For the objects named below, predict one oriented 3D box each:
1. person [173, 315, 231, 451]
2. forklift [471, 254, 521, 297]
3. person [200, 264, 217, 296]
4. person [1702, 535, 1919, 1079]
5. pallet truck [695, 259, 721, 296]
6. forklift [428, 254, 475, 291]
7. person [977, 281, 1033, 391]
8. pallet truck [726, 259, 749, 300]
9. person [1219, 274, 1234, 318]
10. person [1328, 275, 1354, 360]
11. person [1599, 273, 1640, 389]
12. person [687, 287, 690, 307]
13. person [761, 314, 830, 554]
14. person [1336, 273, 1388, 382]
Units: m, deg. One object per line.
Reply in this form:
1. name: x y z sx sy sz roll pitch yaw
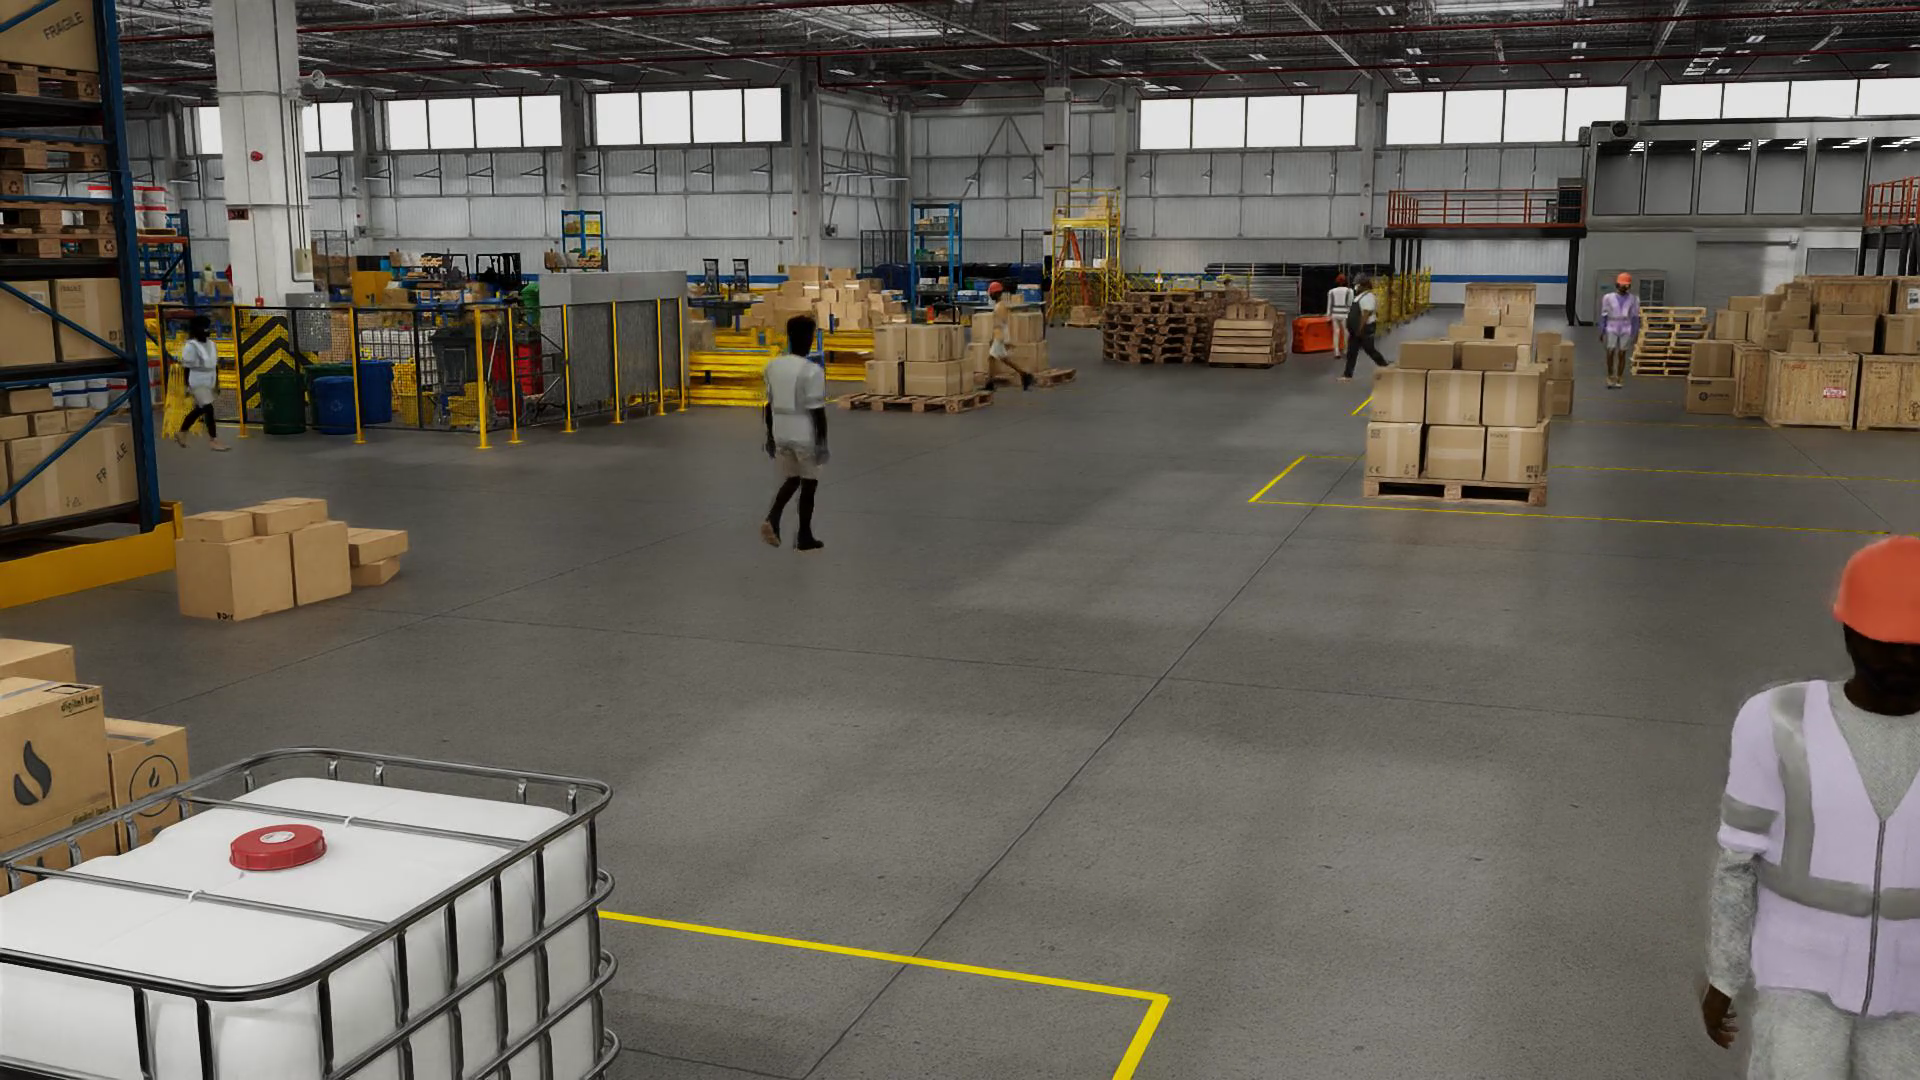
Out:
1. person: -9.330 -1.915 20.305 0.834 1.664 0.540 3 10 14
2. forklift: -17.990 -10.121 64.684 1.157 1.987 2.680 3 11 17
3. person: -28.688 -9.652 63.554 0.605 1.773 0.982 -5 11 -24
4. person: 1.860 0.950 3.414 0.571 1.919 0.649 3 10 16
5. pallet truck: -9.165 -9.627 62.776 0.823 1.965 1.885 4 11 23
6. forklift: -20.133 -10.254 65.465 1.157 1.987 2.680 3 11 19
7. person: 0.777 -3.454 28.332 0.909 1.901 0.537 0 10 -2
8. pallet truck: -7.986 -9.493 62.019 0.823 1.965 1.885 3 11 17
9. person: 6.823 -6.003 43.071 0.800 1.733 0.547 -6 12 -32
10. person: 8.353 -4.860 36.331 0.614 1.847 0.905 5 11 27
11. person: 11.436 -3.604 28.823 0.642 2.006 0.915 3 11 19
12. person: -6.655 -5.402 39.507 0.520 1.817 0.984 1 10 4
13. person: -1.332 -0.837 13.391 0.633 1.947 0.503 7 13 36
14. person: 7.440 -3.896 30.380 0.945 2.000 0.681 -2 10 -11
